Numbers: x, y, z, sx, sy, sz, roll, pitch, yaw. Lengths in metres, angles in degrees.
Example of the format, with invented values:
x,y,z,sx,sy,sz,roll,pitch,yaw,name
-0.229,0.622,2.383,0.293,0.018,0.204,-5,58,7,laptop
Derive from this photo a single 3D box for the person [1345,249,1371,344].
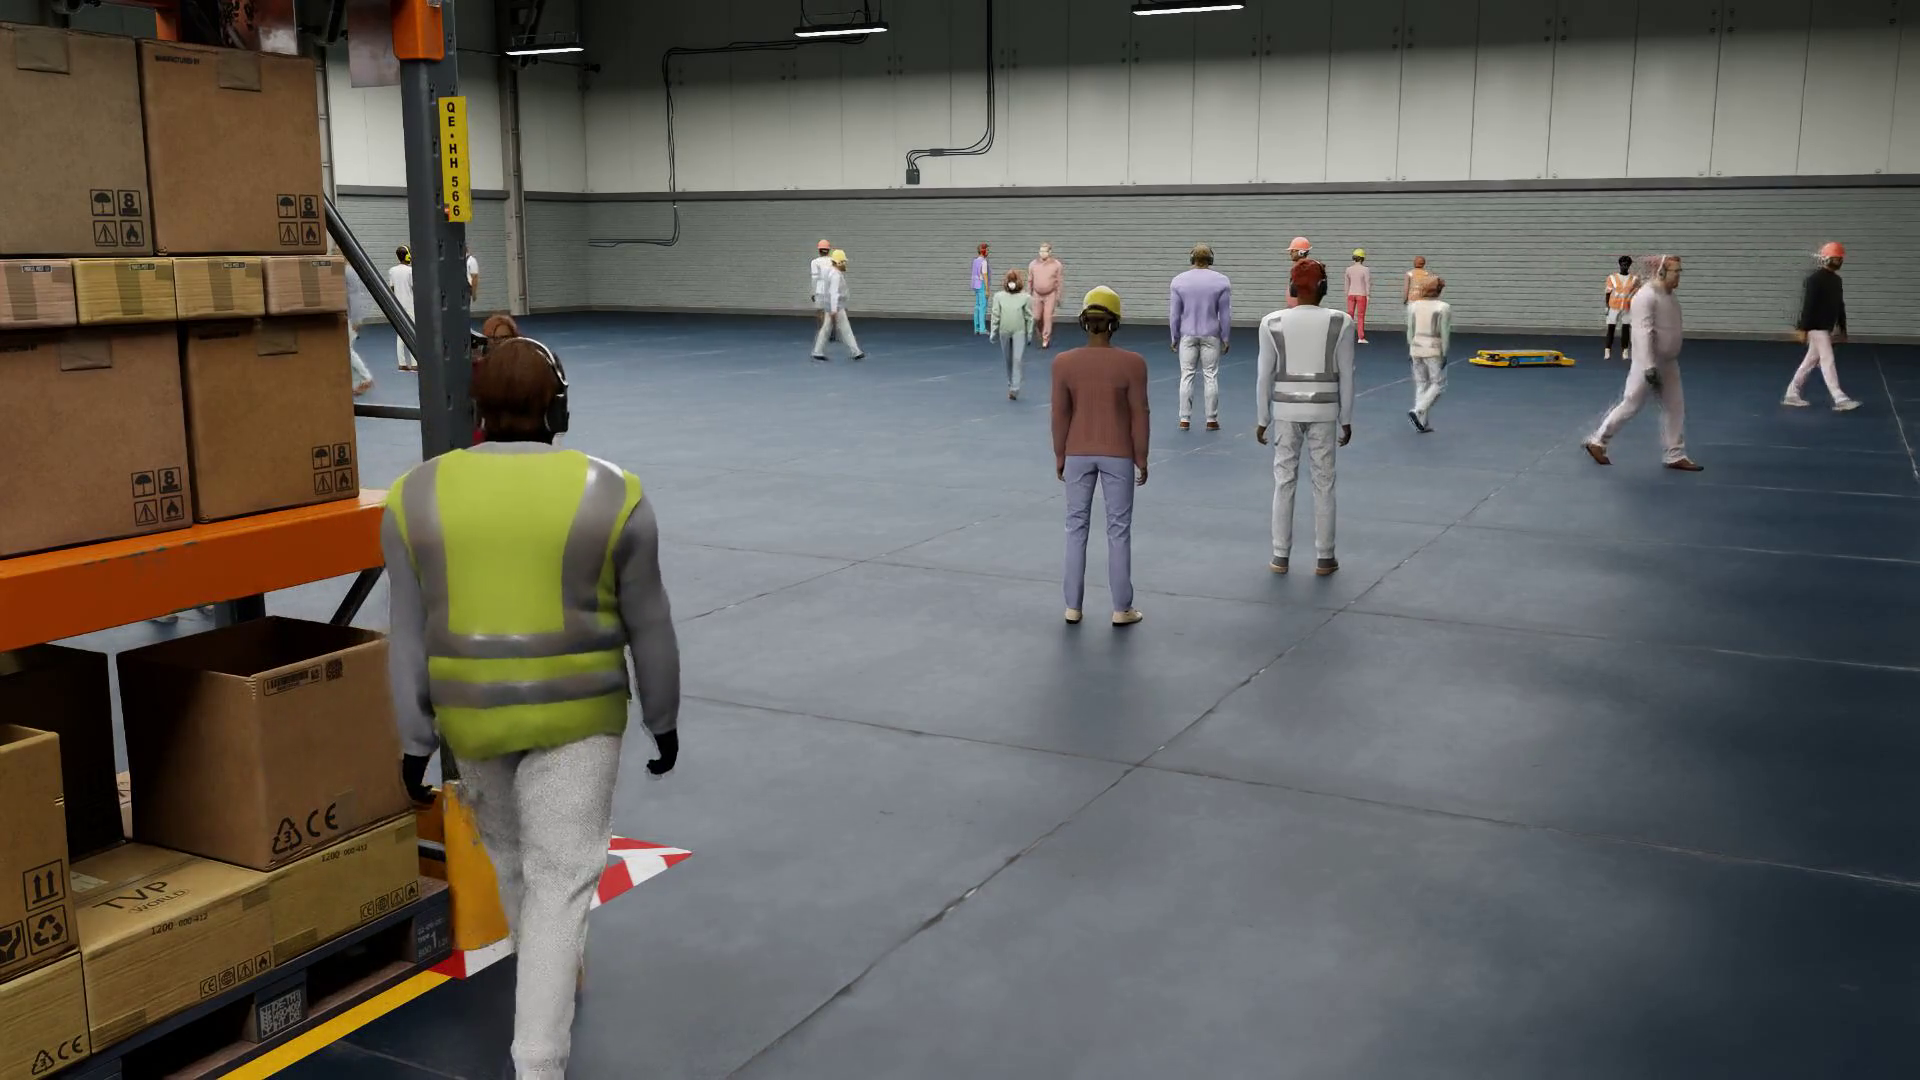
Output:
x,y,z,sx,sy,sz,roll,pitch,yaw,name
7.445,-4.557,31.136,0.523,1.772,0.302,9,14,40,person

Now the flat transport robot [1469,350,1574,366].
x,y,z,sx,sy,sz,roll,pitch,yaw,name
8.728,-2.838,25.847,1.431,0.197,0.652,-2,11,-13,flat transport robot

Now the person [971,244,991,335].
x,y,z,sx,sy,sz,roll,pitch,yaw,name
0.436,-5.086,33.798,0.390,1.850,0.565,-4,11,-22,person

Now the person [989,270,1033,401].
x,y,z,sx,sy,sz,roll,pitch,yaw,name
0.623,-2.502,20.424,0.505,1.590,0.859,3,11,16,person

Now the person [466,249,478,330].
x,y,z,sx,sy,sz,roll,pitch,yaw,name
-9.604,-4.849,31.985,0.682,2.000,0.914,2,11,13,person

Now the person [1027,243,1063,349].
x,y,z,sx,sy,sz,roll,pitch,yaw,name
1.526,-4.391,29.925,0.644,1.887,0.545,2,11,12,person

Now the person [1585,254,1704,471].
x,y,z,sx,sy,sz,roll,pitch,yaw,name
5.988,-1.551,14.474,0.646,1.868,0.951,-8,13,-38,person

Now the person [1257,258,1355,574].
x,y,z,sx,sy,sz,roll,pitch,yaw,name
2.067,-0.732,9.963,0.573,1.885,0.357,3,11,15,person

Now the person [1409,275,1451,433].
x,y,z,sx,sy,sz,roll,pitch,yaw,name
4.746,-1.883,16.954,0.475,1.622,0.520,-8,13,-36,person

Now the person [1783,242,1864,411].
x,y,z,sx,sy,sz,roll,pitch,yaw,name
10.126,-2.489,19.407,0.631,1.938,1.002,-8,13,-38,person

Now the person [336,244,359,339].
x,y,z,sx,sy,sz,roll,pitch,yaw,name
-11.974,-4.869,32.376,0.379,1.938,0.547,-8,13,-36,person

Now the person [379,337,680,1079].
x,y,z,sx,sy,sz,roll,pitch,yaw,name
-0.994,0.422,3.928,0.644,1.795,0.972,0,10,-1,person

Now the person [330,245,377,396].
x,y,z,sx,sy,sz,roll,pitch,yaw,name
-7.705,-2.748,20.940,0.418,1.907,0.720,-6,12,-30,person

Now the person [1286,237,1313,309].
x,y,z,sx,sy,sz,roll,pitch,yaw,name
4.516,-3.025,22.165,0.377,1.995,0.608,0,10,3,person

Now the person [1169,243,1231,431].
x,y,z,sx,sy,sz,roll,pitch,yaw,name
2.489,-2.094,17.240,0.635,1.939,0.361,2,11,11,person

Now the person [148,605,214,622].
x,y,z,sx,sy,sz,roll,pitch,yaw,name
-4.160,-0.491,8.752,0.333,1.844,0.514,9,14,40,person

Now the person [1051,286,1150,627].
x,y,z,sx,sy,sz,roll,pitch,yaw,name
0.729,-0.428,8.633,0.523,1.767,0.313,3,11,18,person

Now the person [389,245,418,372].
x,y,z,sx,sy,sz,roll,pitch,yaw,name
-8.229,-3.437,24.750,0.516,1.873,0.329,4,11,22,person

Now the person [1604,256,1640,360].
x,y,z,sx,sy,sz,roll,pitch,yaw,name
10.754,-3.769,27.049,0.531,1.692,0.320,3,11,14,person

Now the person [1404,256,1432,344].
x,y,z,sx,sy,sz,roll,pitch,yaw,name
8.572,-4.489,31.127,0.523,1.636,0.311,3,11,15,person

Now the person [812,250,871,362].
x,y,z,sx,sy,sz,roll,pitch,yaw,name
-1.928,-3.719,26.532,0.952,1.782,0.607,-3,11,-16,person

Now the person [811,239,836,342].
x,y,z,sx,sy,sz,roll,pitch,yaw,name
-2.574,-4.731,31.624,0.545,1.938,0.356,-5,11,-24,person

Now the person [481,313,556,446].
x,y,z,sx,sy,sz,roll,pitch,yaw,name
-2.533,-0.471,9.304,0.510,1.607,0.760,-4,11,-20,person
